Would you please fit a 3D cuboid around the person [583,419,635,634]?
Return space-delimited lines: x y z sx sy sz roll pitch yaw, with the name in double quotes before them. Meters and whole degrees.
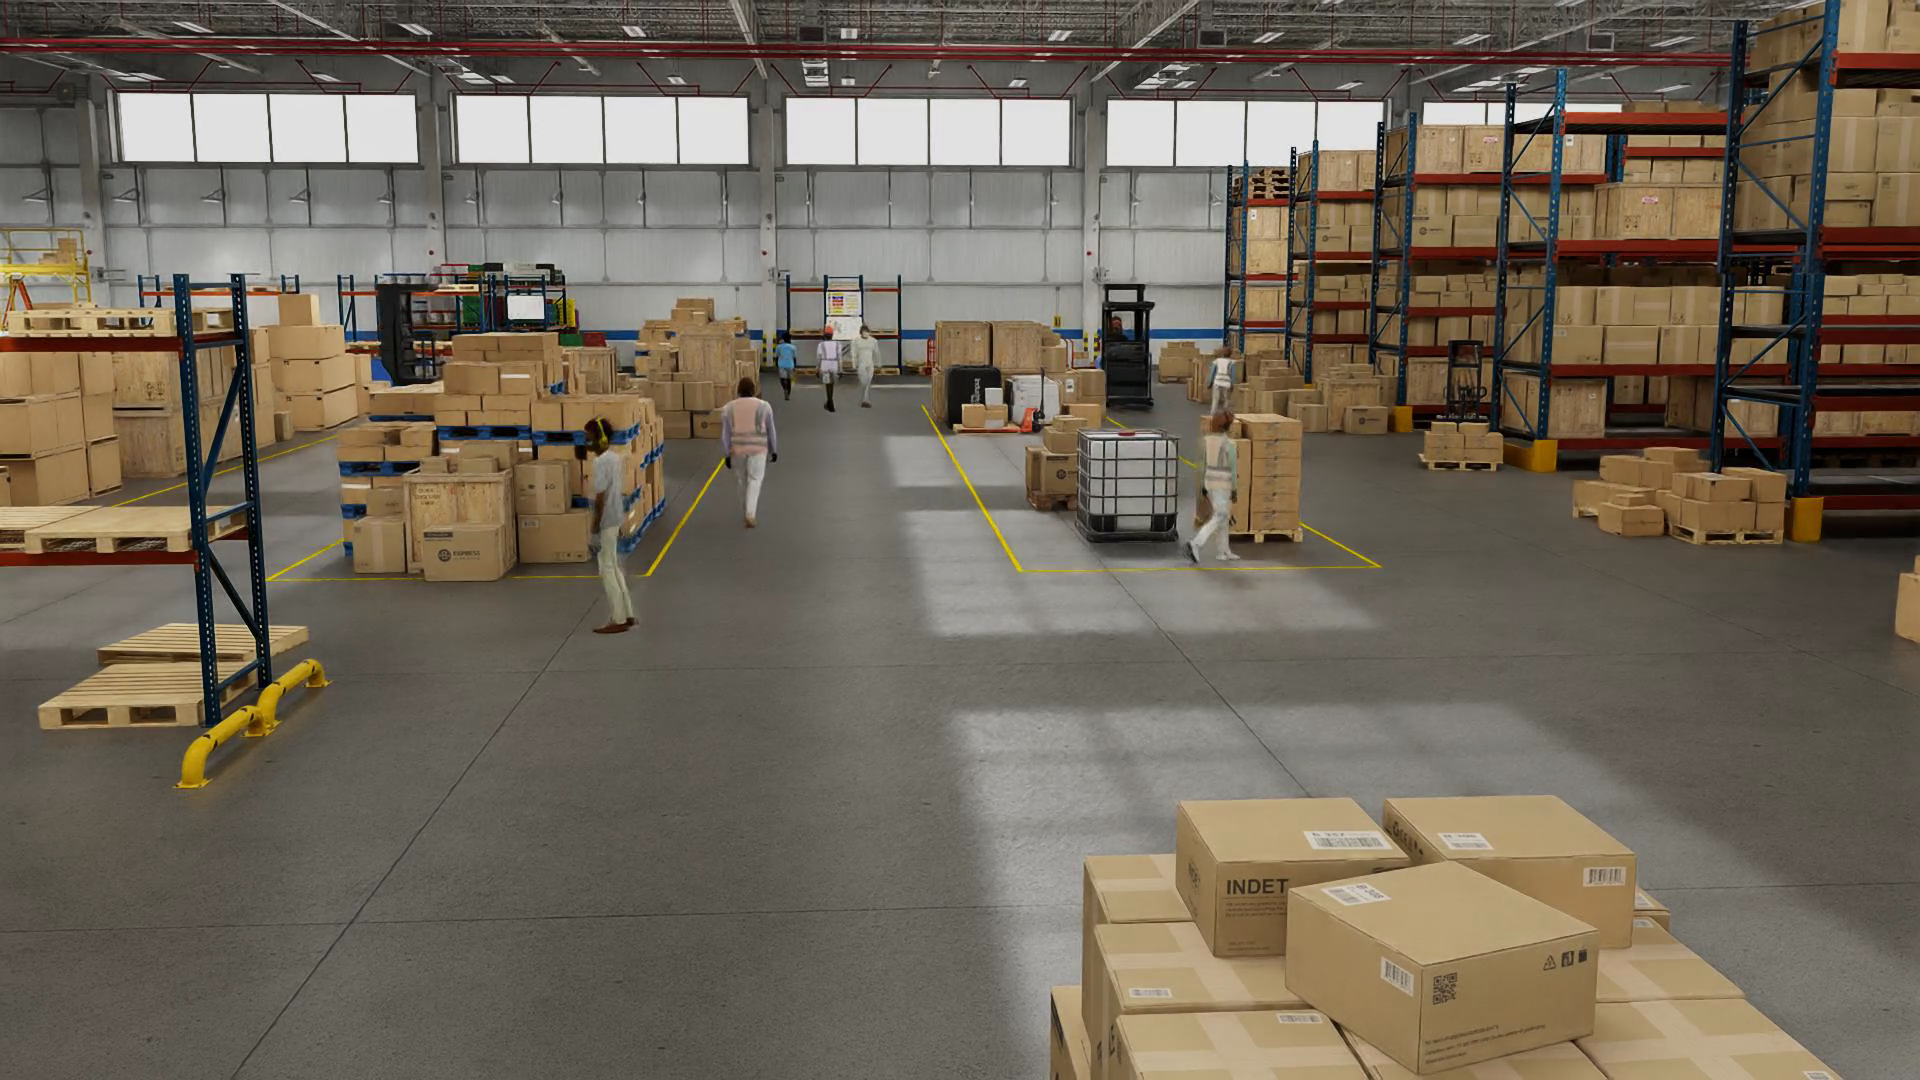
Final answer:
"person" -2.966 -0.107 14.007 0.323 1.832 0.645 1 9 4

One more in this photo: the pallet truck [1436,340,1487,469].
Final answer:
"pallet truck" 8.004 -2.170 26.422 0.823 1.965 1.885 2 9 14

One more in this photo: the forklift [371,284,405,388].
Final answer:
"forklift" -13.247 -4.567 38.707 1.873 2.768 1.129 -1 9 -4

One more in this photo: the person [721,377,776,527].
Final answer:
"person" -2.559 -1.066 20.106 0.624 1.805 0.922 1 9 8

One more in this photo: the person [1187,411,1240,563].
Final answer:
"person" 2.674 -0.546 17.432 0.705 1.617 0.525 -5 10 -27

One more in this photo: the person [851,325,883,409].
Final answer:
"person" -2.099 -3.910 37.683 0.652 1.879 0.982 -5 10 -27

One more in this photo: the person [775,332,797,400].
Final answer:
"person" -4.180 -4.185 40.087 0.530 1.672 0.656 -3 10 -19

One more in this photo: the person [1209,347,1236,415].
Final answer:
"person" 5.291 -3.128 33.735 0.575 1.589 0.884 5 11 30

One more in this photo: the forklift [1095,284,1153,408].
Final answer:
"forklift" 3.744 -4.493 38.240 1.129 2.768 1.873 -1 9 -4

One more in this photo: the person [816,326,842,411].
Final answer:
"person" -2.922 -3.814 37.104 0.558 1.890 0.977 -3 10 -20

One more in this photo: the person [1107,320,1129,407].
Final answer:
"person" 3.606 -4.059 38.284 0.611 1.996 0.379 -6 11 -31
